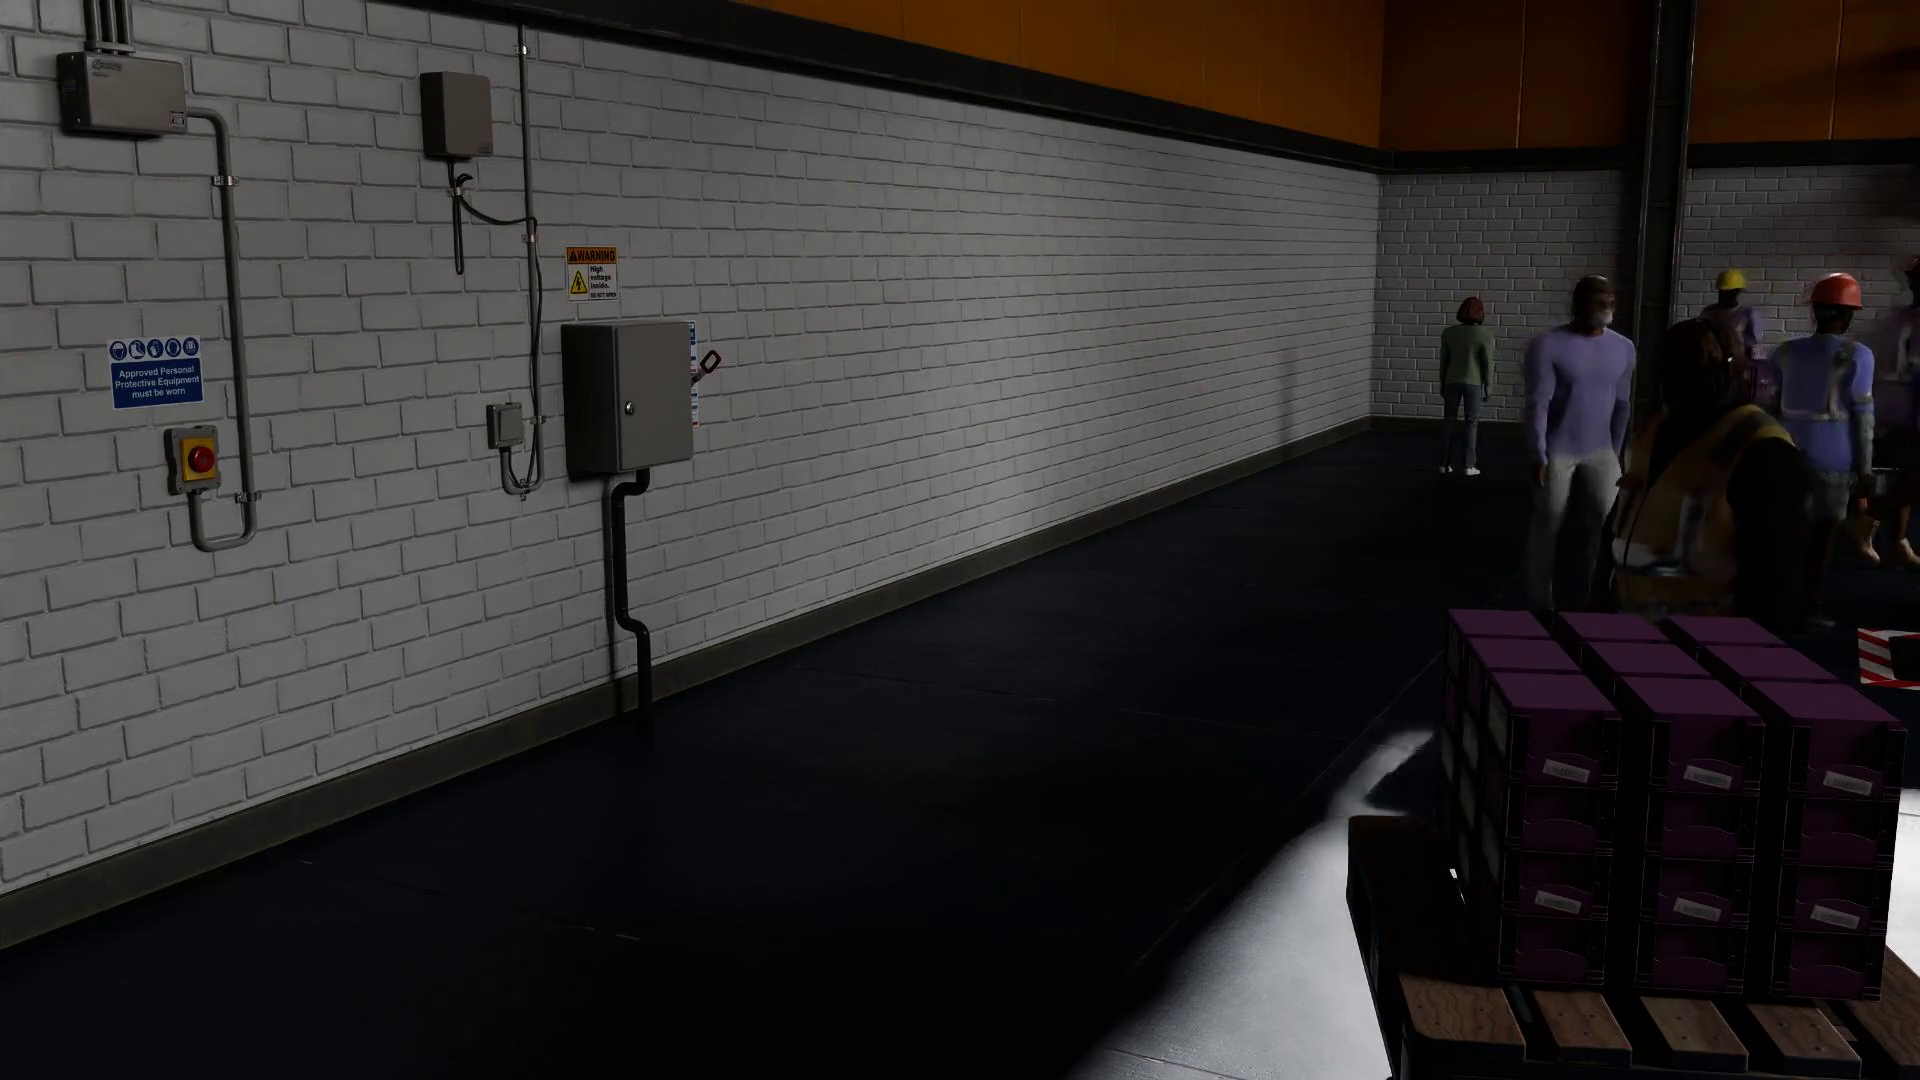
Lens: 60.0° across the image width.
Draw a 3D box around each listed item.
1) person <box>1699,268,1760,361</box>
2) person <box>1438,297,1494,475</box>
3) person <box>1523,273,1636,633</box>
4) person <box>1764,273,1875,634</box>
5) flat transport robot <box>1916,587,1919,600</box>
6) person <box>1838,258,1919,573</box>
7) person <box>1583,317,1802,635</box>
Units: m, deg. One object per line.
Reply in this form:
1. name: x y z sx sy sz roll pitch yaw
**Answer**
1. person: 7.178 -1.582 15.497 0.916 1.889 0.589 -5 11 -26
2. person: 4.607 -1.397 15.170 0.503 1.626 0.282 8 12 38
3. person: 3.247 -0.409 8.645 0.649 1.910 0.821 -1 10 -5
4. person: 4.530 -0.445 8.795 0.451 1.917 0.565 -5 11 -26
5. flat transport robot: 6.063 0.337 9.044 1.431 0.197 0.652 4 11 23
6. person: 5.941 -0.787 10.447 0.531 2.030 0.615 3 10 15
7. person: 2.150 0.262 4.976 0.449 1.840 0.643 -2 10 -12
